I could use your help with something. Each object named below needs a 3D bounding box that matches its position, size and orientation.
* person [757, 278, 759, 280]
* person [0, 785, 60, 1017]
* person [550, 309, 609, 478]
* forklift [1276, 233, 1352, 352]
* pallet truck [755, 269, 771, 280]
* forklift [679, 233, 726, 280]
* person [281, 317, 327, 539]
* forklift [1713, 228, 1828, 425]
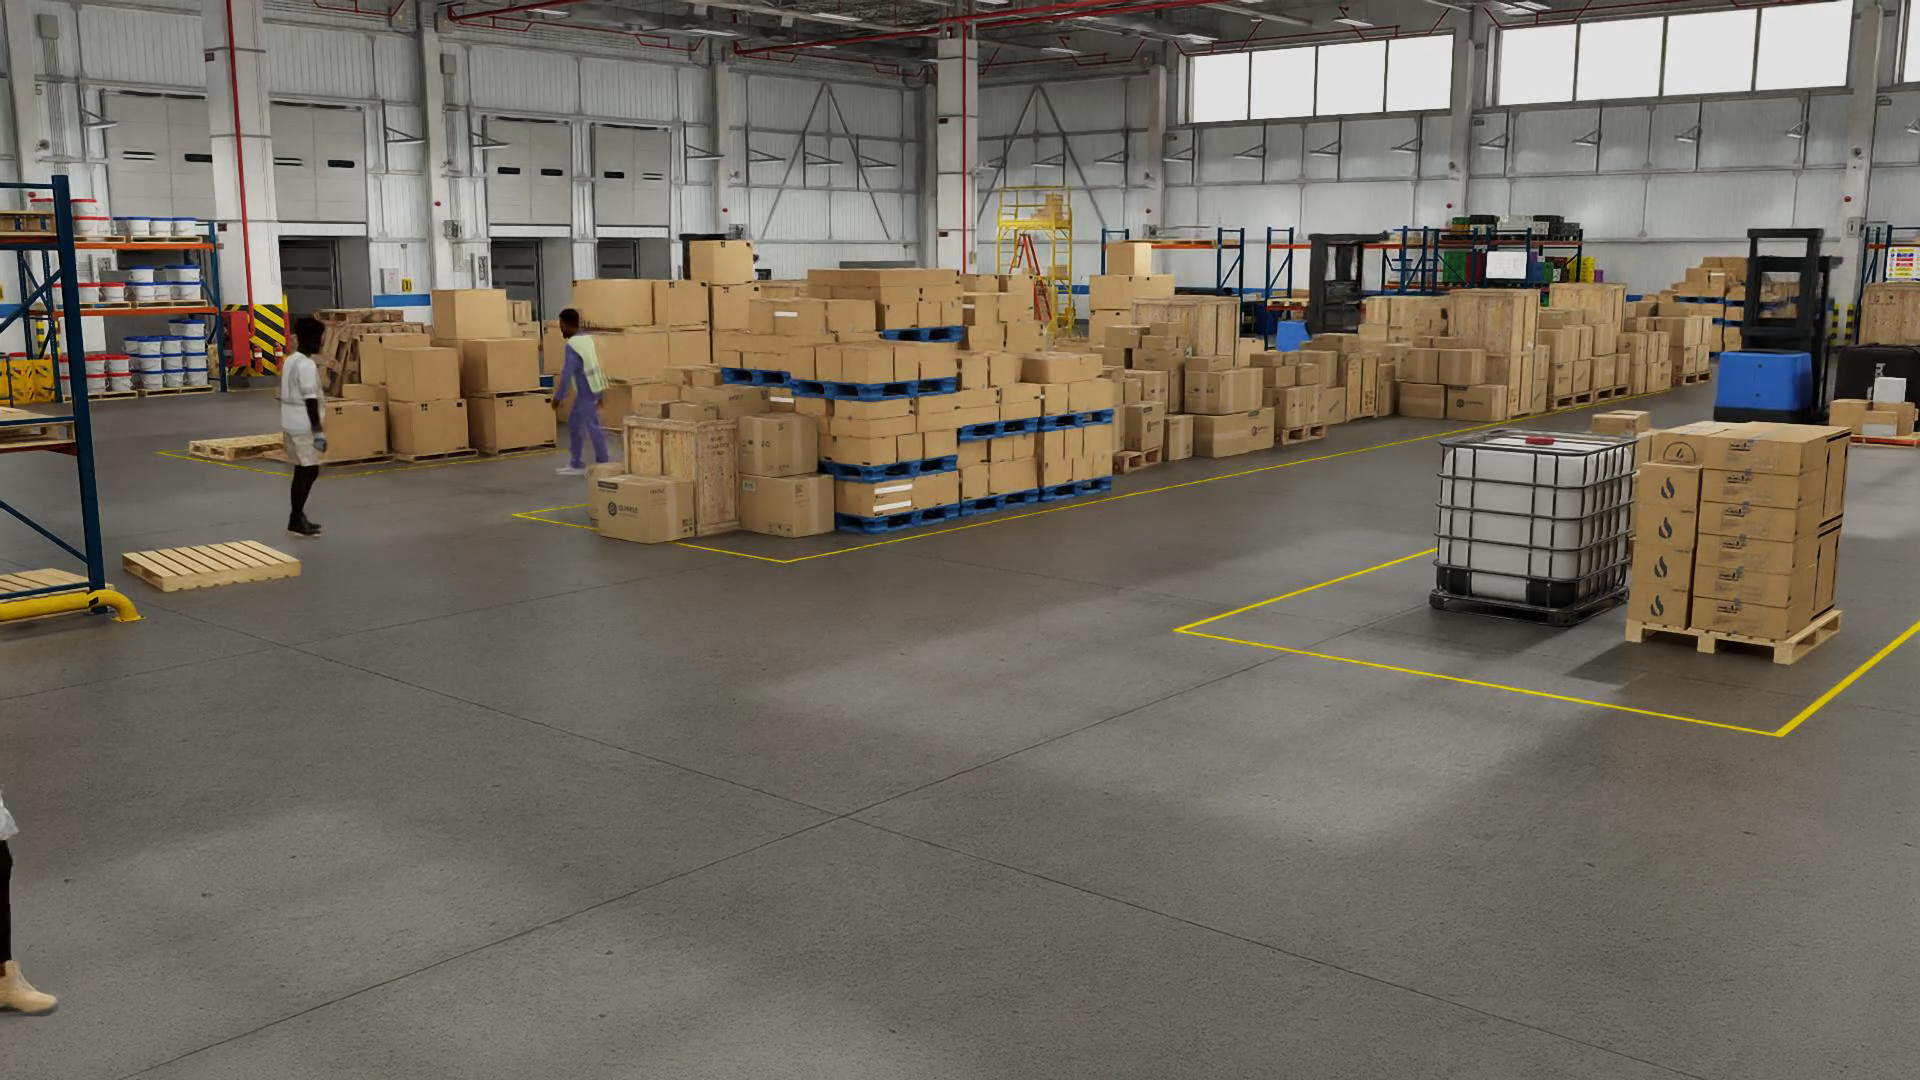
[{"bbox_3d":[-6.149,-7.229,51.085,0.310,1.640,0.514,-3,10,-16],"label":"person"},{"bbox_3d":[-3.411,0.782,5.406,0.719,1.664,0.542,1,10,6],"label":"person"},{"bbox_3d":[-4.247,-1.603,18.360,0.811,1.877,0.597,0,10,1],"label":"person"},{"bbox_3d":[7.256,-4.640,32.810,1.129,2.768,1.873,-7,12,-34],"label":"forklift"},{"bbox_3d":[-4.996,-6.432,45.525,1.885,1.965,0.823,-6,12,-32],"label":"pallet truck"},{"bbox_3d":[-5.031,-4.620,32.696,1.873,2.768,1.129,8,13,40],"label":"forklift"},{"bbox_3d":[-5.794,-0.992,14.700,0.432,1.948,0.648,-6,12,-31],"label":"person"},{"bbox_3d":[11.652,-3.042,23.713,1.129,2.768,1.873,8,13,40],"label":"forklift"}]
